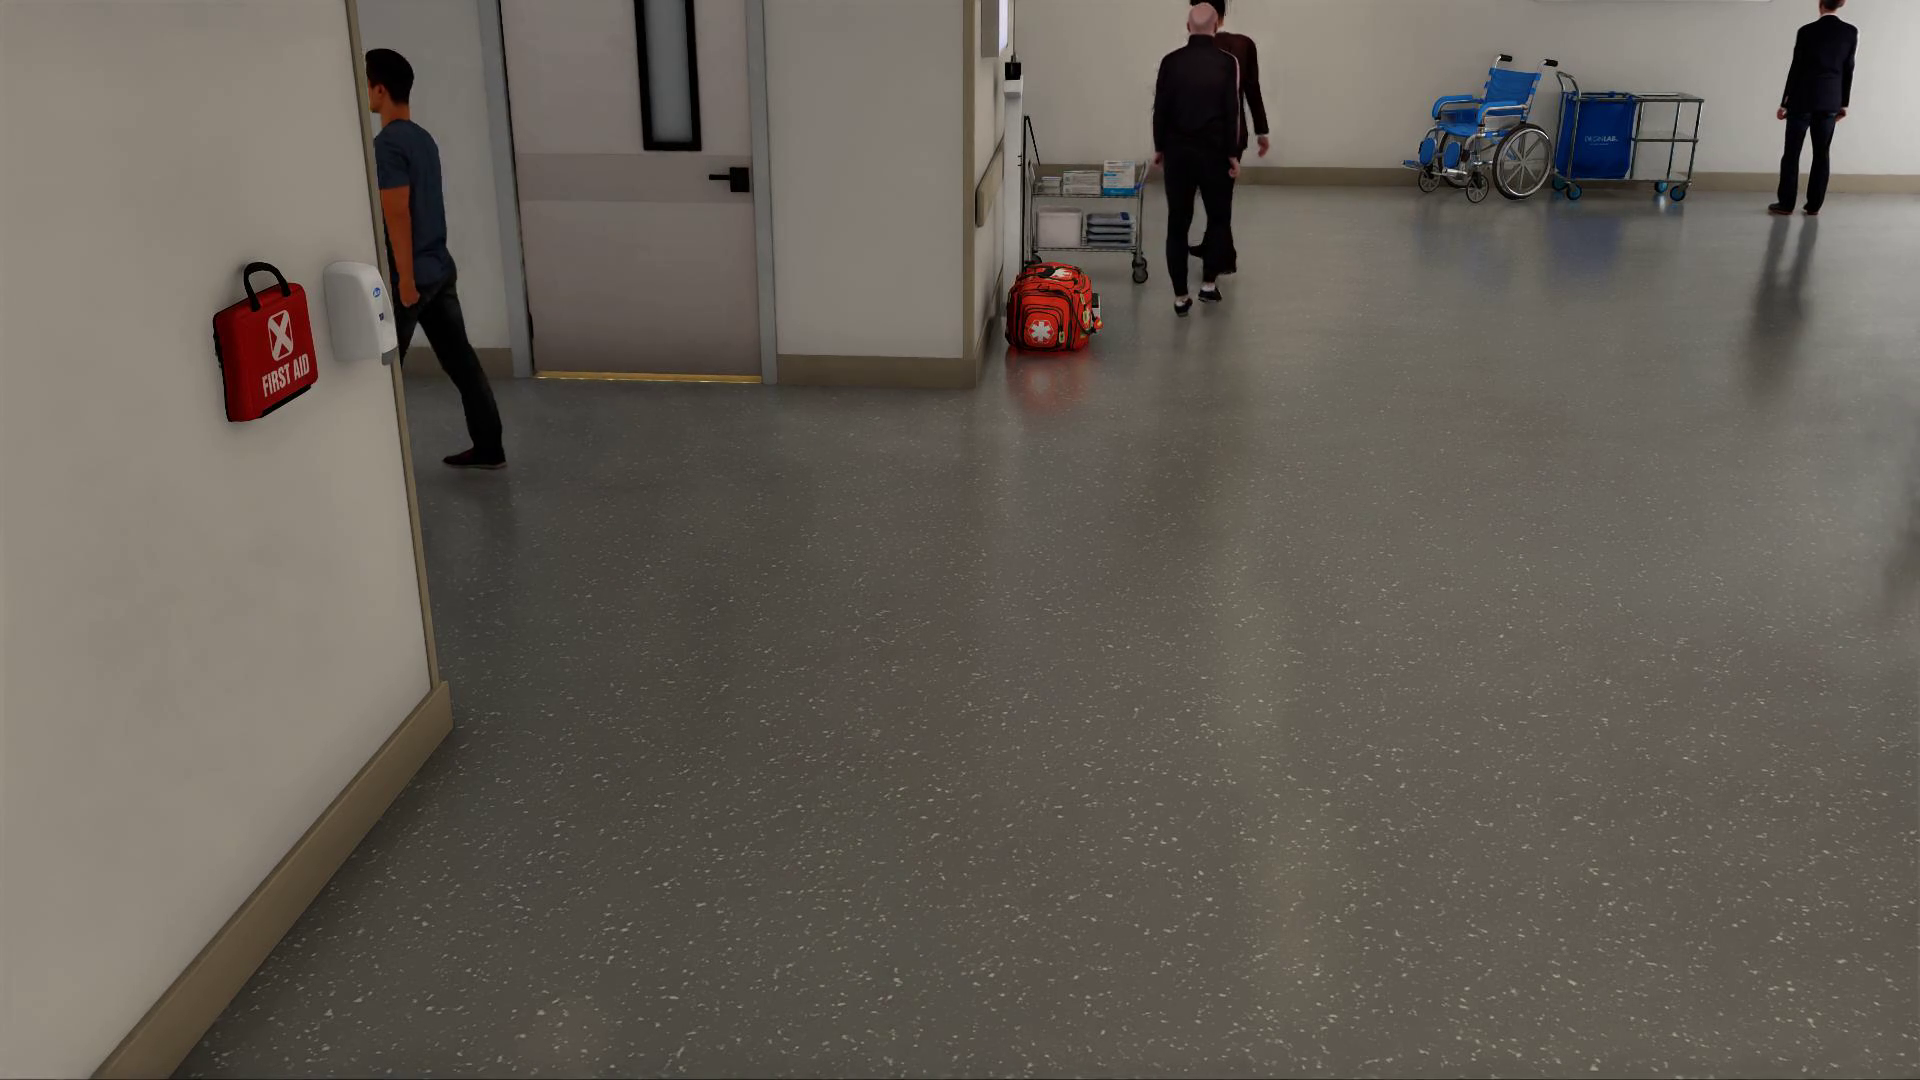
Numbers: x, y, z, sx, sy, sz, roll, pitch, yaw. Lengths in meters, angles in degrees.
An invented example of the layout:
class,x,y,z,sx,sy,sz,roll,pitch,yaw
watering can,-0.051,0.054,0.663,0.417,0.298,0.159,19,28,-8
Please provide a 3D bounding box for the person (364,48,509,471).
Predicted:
class,x,y,z,sx,sy,sz,roll,pitch,yaw
person,-2.198,-1.110,6.993,0.730,1.777,0.996,2,21,4

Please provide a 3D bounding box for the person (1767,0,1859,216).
class,x,y,z,sx,sy,sz,roll,pitch,yaw
person,6.869,-3.548,13.377,0.694,1.814,0.571,1,21,3

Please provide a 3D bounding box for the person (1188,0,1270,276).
class,x,y,z,sx,sy,sz,roll,pitch,yaw
person,1.724,-2.626,10.944,1.033,1.812,1.240,-5,21,-14

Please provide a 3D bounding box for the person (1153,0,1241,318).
class,x,y,z,sx,sy,sz,roll,pitch,yaw
person,1.385,-2.220,9.863,0.771,1.819,0.743,6,22,16
